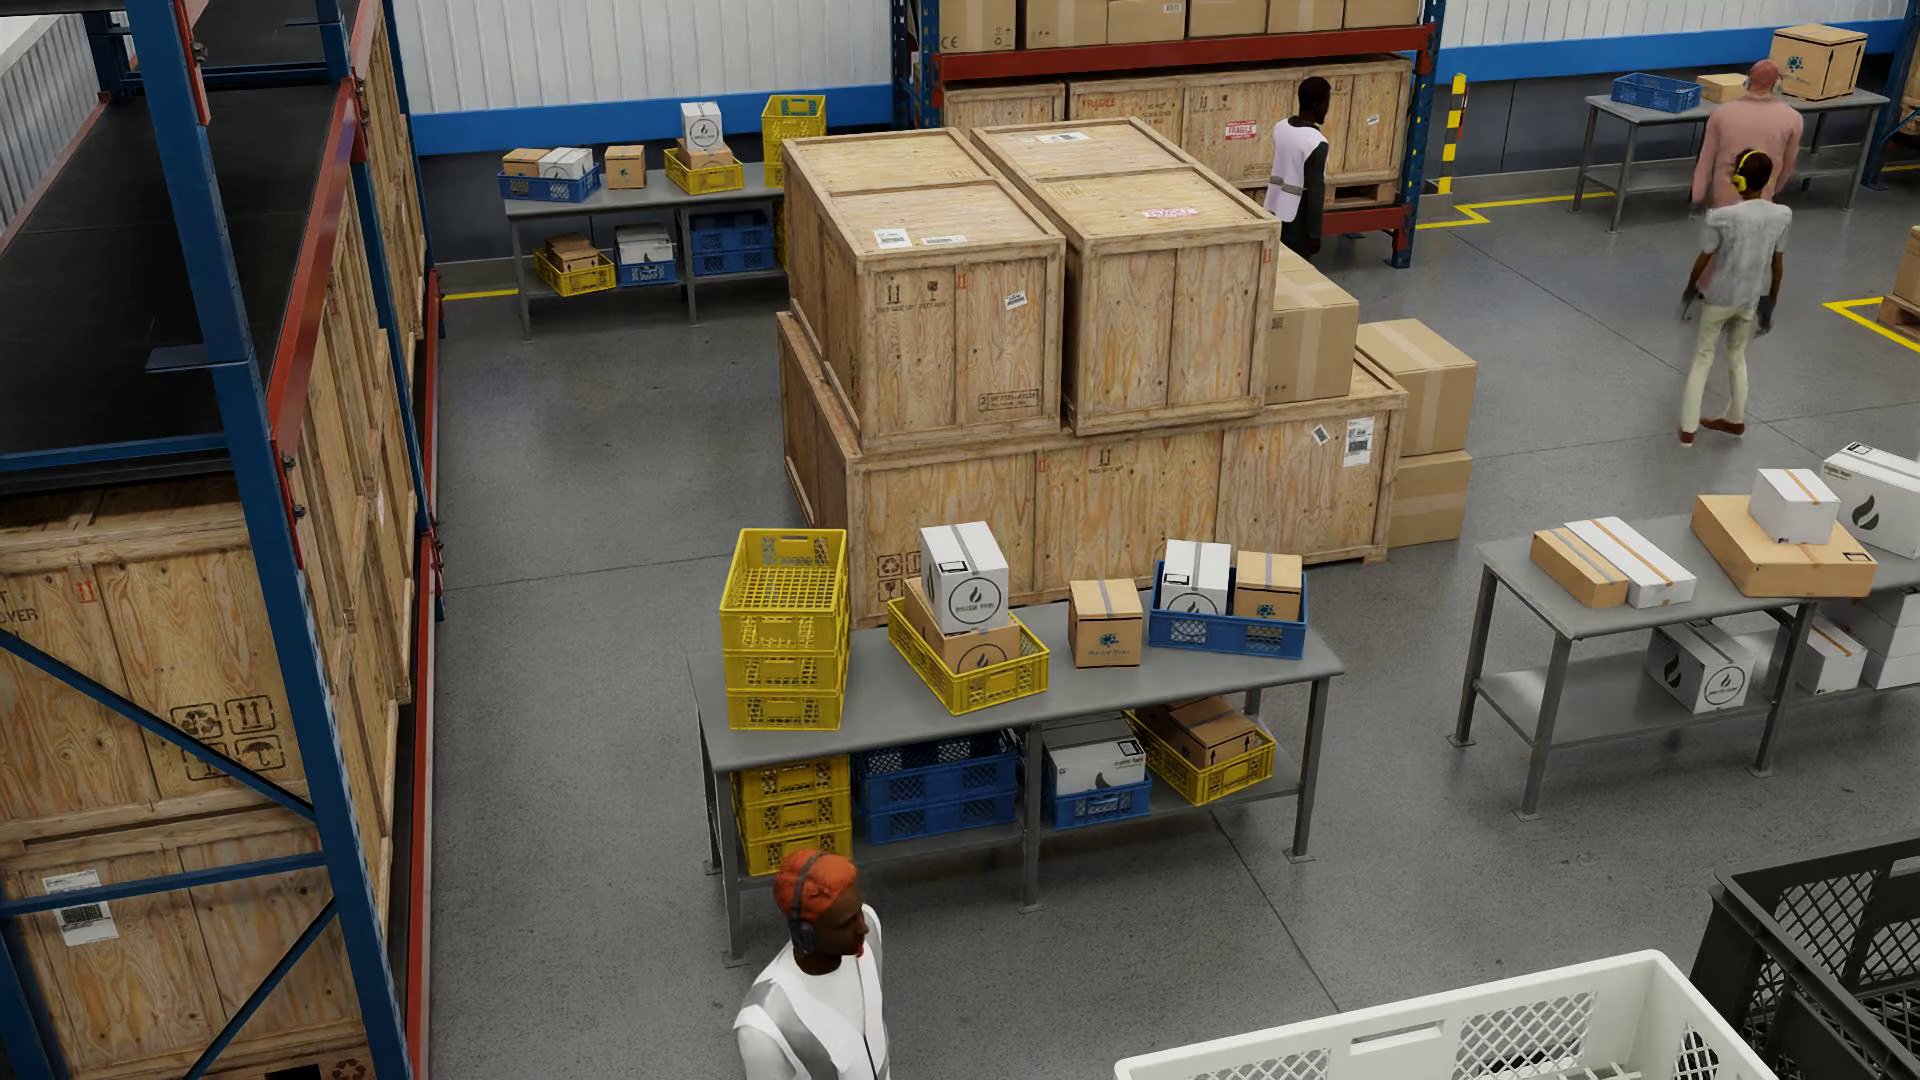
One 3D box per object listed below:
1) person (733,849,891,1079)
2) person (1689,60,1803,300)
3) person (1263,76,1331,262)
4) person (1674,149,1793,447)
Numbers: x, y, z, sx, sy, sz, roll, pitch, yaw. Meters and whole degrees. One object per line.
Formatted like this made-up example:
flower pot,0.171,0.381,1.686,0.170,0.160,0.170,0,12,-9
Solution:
person,-0.350,1.611,4.505,0.356,1.885,0.574,13,31,22
person,5.640,-2.516,12.036,0.627,1.853,0.973,15,32,26
person,2.295,-2.213,11.421,0.388,1.913,0.593,-9,30,-16
person,4.655,-1.451,10.101,0.556,1.853,0.390,-1,29,-3
